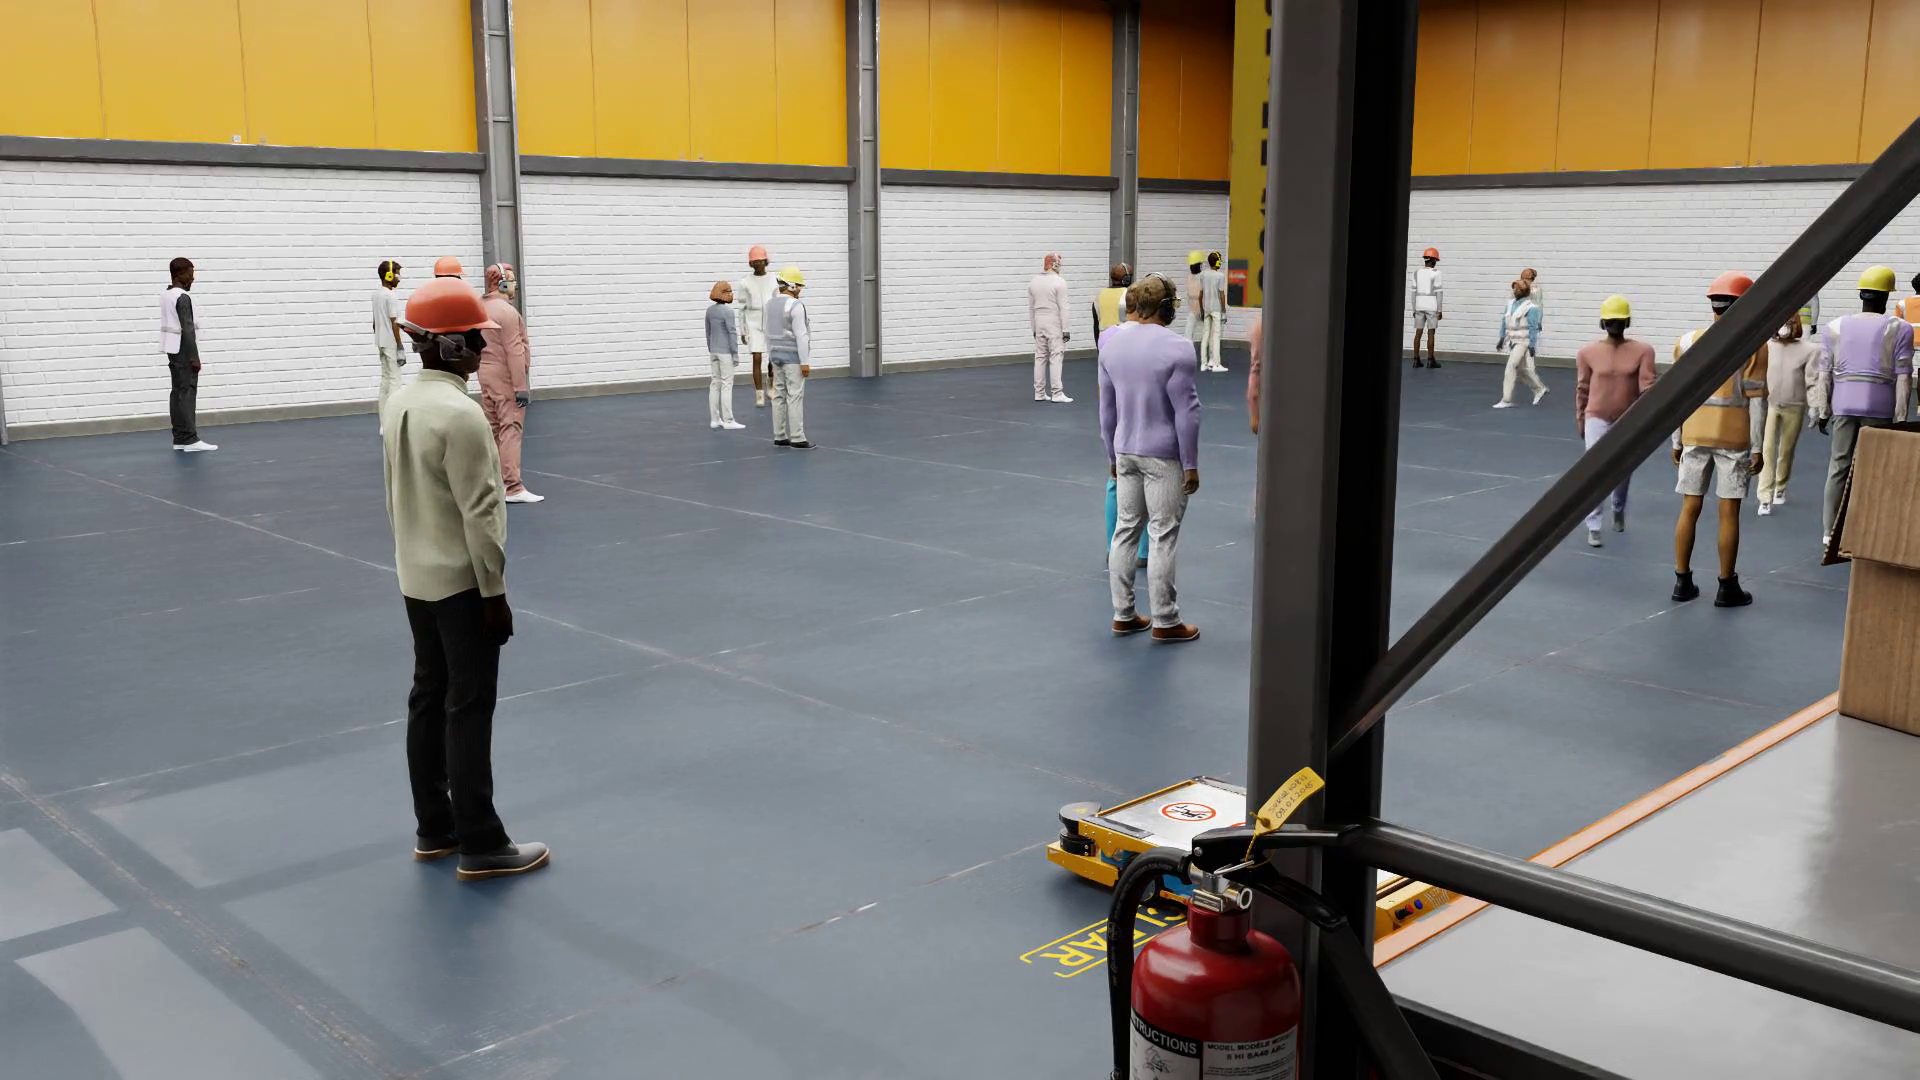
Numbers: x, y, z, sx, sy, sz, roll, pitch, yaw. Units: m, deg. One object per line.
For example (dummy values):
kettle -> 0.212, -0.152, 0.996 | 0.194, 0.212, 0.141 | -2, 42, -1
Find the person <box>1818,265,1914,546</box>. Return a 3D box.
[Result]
person -> 6.141, -0.890, 11.304 | 0.370, 1.929, 0.585 | -10, 14, -43

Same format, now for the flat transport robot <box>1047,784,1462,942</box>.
flat transport robot -> 1.022, 1.042, 5.290 | 0.652, 0.197, 1.431 | -10, 14, -44

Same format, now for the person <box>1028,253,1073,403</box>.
person -> 1.176, -2.708, 21.297 | 0.406, 1.902, 0.639 | -10, 14, -43

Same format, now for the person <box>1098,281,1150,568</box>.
person -> 1.120, -0.737, 10.718 | 0.389, 1.837, 0.563 | -10, 14, -43

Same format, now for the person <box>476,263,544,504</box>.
person -> -3.633, -1.248, 13.312 | 0.406, 1.911, 0.639 | -10, 14, -43

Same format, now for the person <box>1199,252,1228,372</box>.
person -> 3.982, -3.584, 26.149 | 0.328, 1.874, 0.521 | -10, 14, -43

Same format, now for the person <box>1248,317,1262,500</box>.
person -> 2.271, -0.956, 11.571 | 0.613, 1.974, 0.855 | -4, 11, -21

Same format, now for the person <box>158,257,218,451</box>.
person -> -7.712, -1.835, 16.500 | 0.387, 1.913, 0.587 | -10, 14, -43

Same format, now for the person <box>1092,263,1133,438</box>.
person -> 1.680, -1.961, 17.380 | 0.429, 1.845, 0.621 | -10, 14, -43

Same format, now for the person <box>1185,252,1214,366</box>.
person -> 3.856, -3.721, 26.931 | 1.013, 1.857, 0.614 | -8, 13, -38

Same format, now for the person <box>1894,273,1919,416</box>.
person -> 11.350, -2.321, 19.738 | 0.320, 1.698, 0.531 | -10, 14, -43

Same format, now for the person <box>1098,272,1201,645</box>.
person -> 1.003, -0.424, 8.732 | 0.371, 1.941, 0.627 | -10, 14, -43

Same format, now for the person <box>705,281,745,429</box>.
person -> -2.616, -2.044, 18.396 | 0.279, 1.634, 0.498 | -10, 14, -43

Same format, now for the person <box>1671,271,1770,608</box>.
person -> 4.382, -0.578, 9.607 | 0.374, 1.927, 0.542 | -10, 14, -43

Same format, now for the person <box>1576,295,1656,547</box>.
person -> 4.575, -0.859, 11.667 | 0.518, 1.733, 0.849 | 3, 11, 17

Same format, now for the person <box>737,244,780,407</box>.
person -> -2.476, -2.687, 20.859 | 0.625, 2.023, 0.645 | -1, 10, -7

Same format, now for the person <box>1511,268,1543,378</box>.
person -> 8.457, -3.232, 24.858 | 0.310, 1.642, 0.514 | -10, 14, -43

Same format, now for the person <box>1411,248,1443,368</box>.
person -> 7.540, -3.731, 26.802 | 0.374, 1.927, 0.542 | -10, 14, -43

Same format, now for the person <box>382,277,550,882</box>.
person -> -1.676, 0.132, 5.546 | 0.378, 1.996, 0.611 | -10, 14, -43

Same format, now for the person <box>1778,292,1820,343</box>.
person -> 11.649, -3.023, 23.194 | 0.429, 1.837, 0.621 | -10, 14, -43

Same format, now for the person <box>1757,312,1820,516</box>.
person -> 6.382, -1.013, 12.920 | 0.505, 1.597, 0.872 | 5, 12, 26

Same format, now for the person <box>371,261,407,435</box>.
person -> -6.058, -2.035, 17.728 | 0.328, 1.865, 0.521 | -10, 14, -43

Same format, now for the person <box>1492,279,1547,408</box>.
person -> 6.992, -2.433, 20.603 | 0.781, 1.601, 0.525 | -3, 11, -15

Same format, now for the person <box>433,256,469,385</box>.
person -> -4.741, -1.669, 15.523 | 0.361, 1.939, 0.542 | -10, 14, -43

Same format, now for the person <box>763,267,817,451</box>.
person -> -1.688, -1.801, 16.562 | 0.403, 1.822, 0.588 | -10, 14, -43
